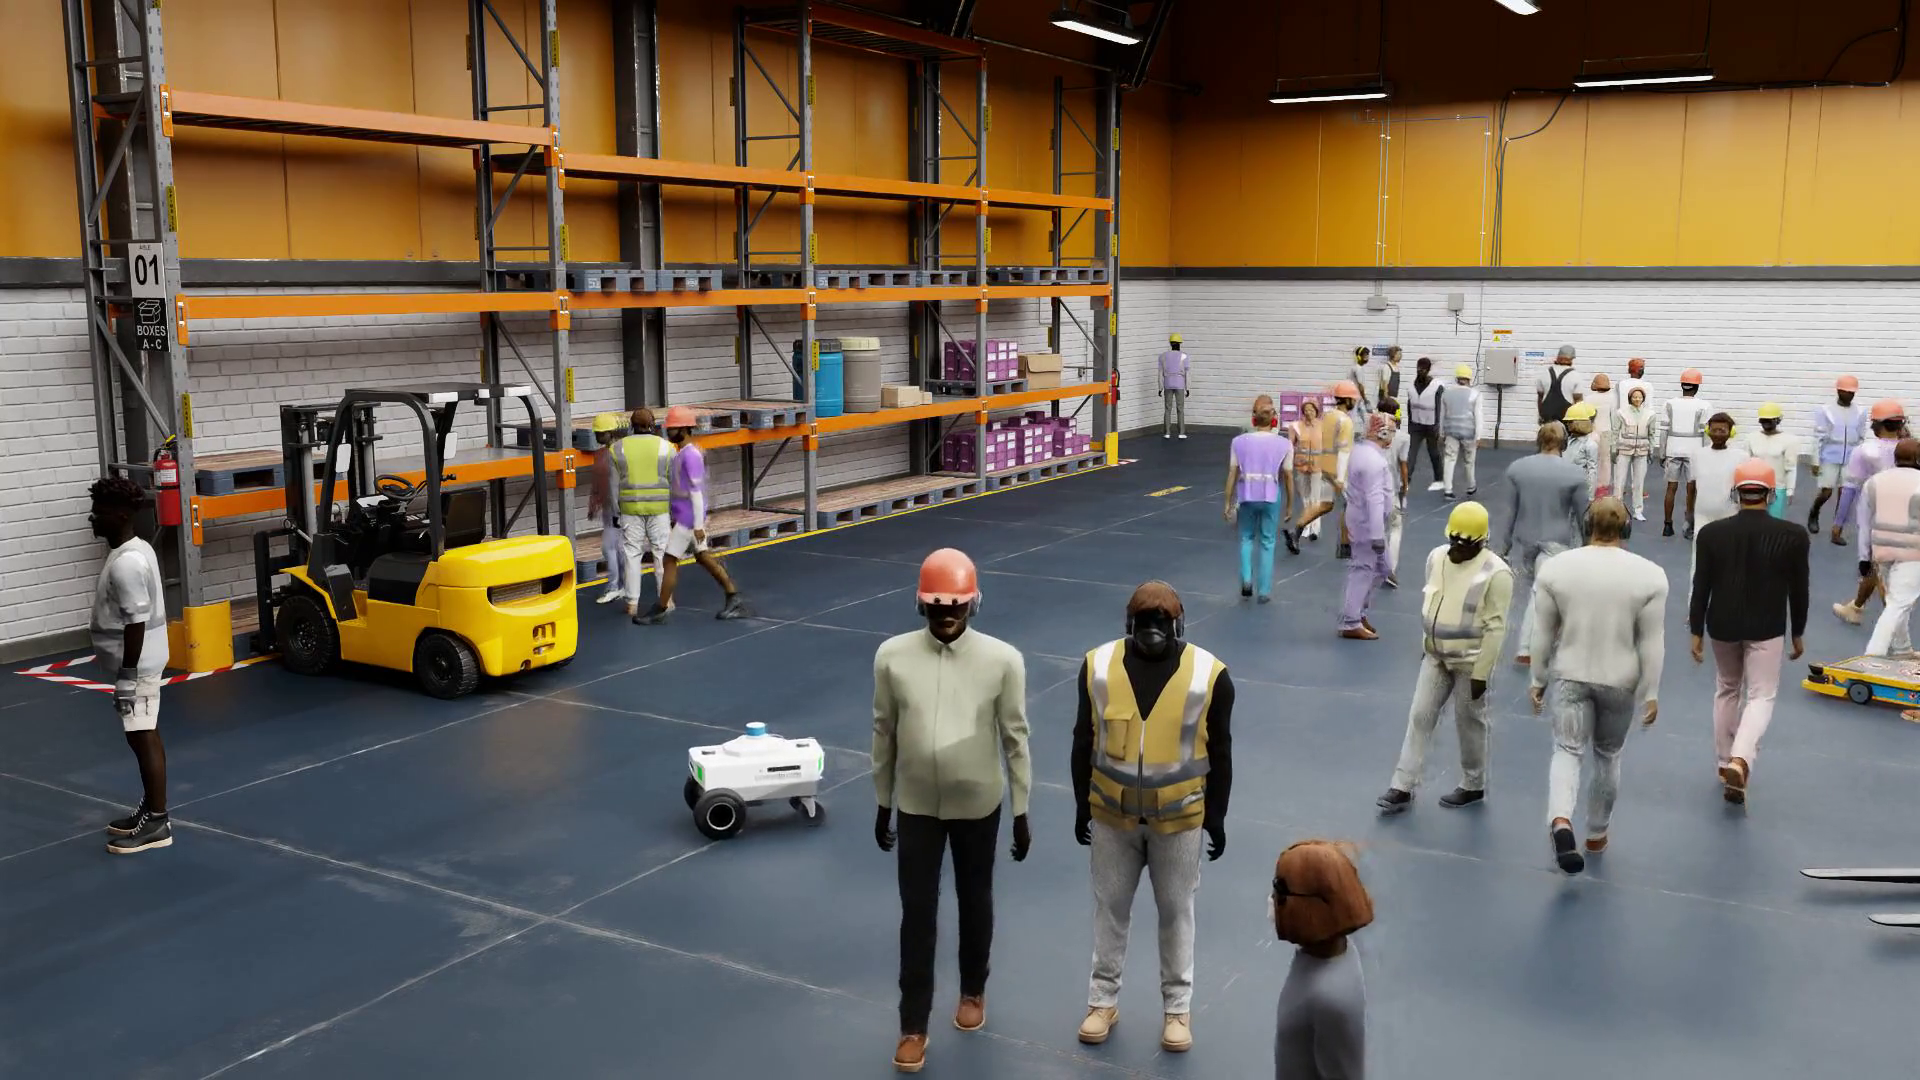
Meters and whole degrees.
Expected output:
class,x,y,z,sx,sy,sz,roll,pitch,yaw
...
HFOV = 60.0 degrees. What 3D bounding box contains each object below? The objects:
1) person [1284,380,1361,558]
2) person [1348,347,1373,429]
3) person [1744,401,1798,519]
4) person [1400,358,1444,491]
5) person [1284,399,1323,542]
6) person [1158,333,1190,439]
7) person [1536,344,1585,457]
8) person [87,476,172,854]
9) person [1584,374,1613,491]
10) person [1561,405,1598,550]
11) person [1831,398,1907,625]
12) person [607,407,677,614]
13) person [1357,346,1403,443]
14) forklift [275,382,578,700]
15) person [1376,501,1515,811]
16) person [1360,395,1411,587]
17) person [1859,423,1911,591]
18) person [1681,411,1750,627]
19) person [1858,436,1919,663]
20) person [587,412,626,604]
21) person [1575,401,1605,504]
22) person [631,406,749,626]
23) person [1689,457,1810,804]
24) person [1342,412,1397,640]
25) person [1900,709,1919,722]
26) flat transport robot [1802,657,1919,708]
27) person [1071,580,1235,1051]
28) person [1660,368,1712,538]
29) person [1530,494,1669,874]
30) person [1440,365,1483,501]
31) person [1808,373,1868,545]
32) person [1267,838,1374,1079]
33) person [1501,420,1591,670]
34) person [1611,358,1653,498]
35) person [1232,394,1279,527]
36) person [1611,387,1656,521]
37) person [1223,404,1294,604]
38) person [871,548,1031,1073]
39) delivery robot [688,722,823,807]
class,x,y,z,sx,sy,sz,roll,pitch,yaw
person,3.878,-0.733,17.493,0.805,1.910,0.551,-3,10,-17
person,6.539,-2.218,26.995,0.878,1.821,0.523,3,10,18
person,8.053,-0.516,16.596,0.427,1.743,0.554,-9,13,-44
person,6.381,-1.576,22.892,1.028,1.862,0.632,-8,12,-42
person,3.921,-0.783,18.728,0.544,1.588,0.851,3,9,16
person,3.900,-2.798,30.307,0.588,1.923,0.383,2,9,14
person,8.595,-1.828,23.887,0.763,2.000,0.704,-9,12,-43
person,-4.343,0.641,8.709,0.367,1.966,0.607,-4,10,-24
person,8.810,-1.474,22.940,0.507,1.633,0.276,-2,9,-10
person,5.967,-0.444,16.172,0.307,1.743,0.494,-3,9,-15
person,7.636,-0.184,13.820,0.625,1.984,1.099,-1,9,-6
person,-2.782,-0.257,14.702,0.625,1.844,0.429,-1,9,-9
person,7.154,-2.372,28.011,0.887,1.813,0.529,9,13,44
forklift,-3.974,-0.067,12.417,2.313,2.155,1.214,5,11,30
person,2.664,0.659,9.183,0.794,1.775,0.656,-5,10,-30
person,4.043,-0.451,15.879,0.513,1.856,0.468,5,10,26
person,8.766,-0.305,15.754,0.850,1.589,0.550,-4,10,-25
person,6.510,-0.195,14.308,0.557,1.855,0.746,7,11,37
person,7.067,0.121,12.497,0.957,1.801,0.634,-4,10,-26
person,-3.234,-0.285,15.166,0.633,1.745,0.547,-8,12,-42
person,6.280,-0.545,16.883,0.902,1.710,0.545,1,9,9
person,-2.303,-0.214,14.283,0.995,1.898,0.554,-2,9,-13
person,4.492,0.513,9.528,0.607,1.965,0.878,7,11,37
person,3.357,-0.105,13.617,0.458,1.878,0.687,1,9,7
person,6.846,0.276,11.023,0.892,1.965,0.623,2,9,14
flat transport robot,6.727,1.031,11.549,0.652,0.197,1.431,-7,12,-37
person,0.734,1.063,6.465,0.623,1.845,0.430,3,9,15
person,8.280,-0.991,18.984,0.551,1.935,0.371,7,11,36
person,3.178,0.732,8.356,0.641,1.912,0.835,4,10,25
person,6.661,-1.419,22.108,0.616,1.787,0.917,6,11,34
person,9.792,-0.914,18.580,0.545,1.920,0.583,1,9,7
person,0.964,1.534,4.285,0.846,1.596,0.516,2,9,10
person,4.557,0.020,12.836,0.657,1.880,1.025,8,12,42
person,9.020,-1.499,22.326,0.361,1.882,0.575,-7,11,-36
person,3.462,-0.894,19.400,0.506,1.616,0.568,9,13,44
person,8.191,-1.046,20.256,0.514,1.641,0.308,1,9,6
person,2.740,-0.333,15.232,0.619,1.821,0.468,2,9,14
person,-0.042,1.003,6.441,0.626,1.991,0.595,1,9,7
delivery robot,-1.109,1.239,9.074,0.707,0.478,0.477,-3,9,-16
